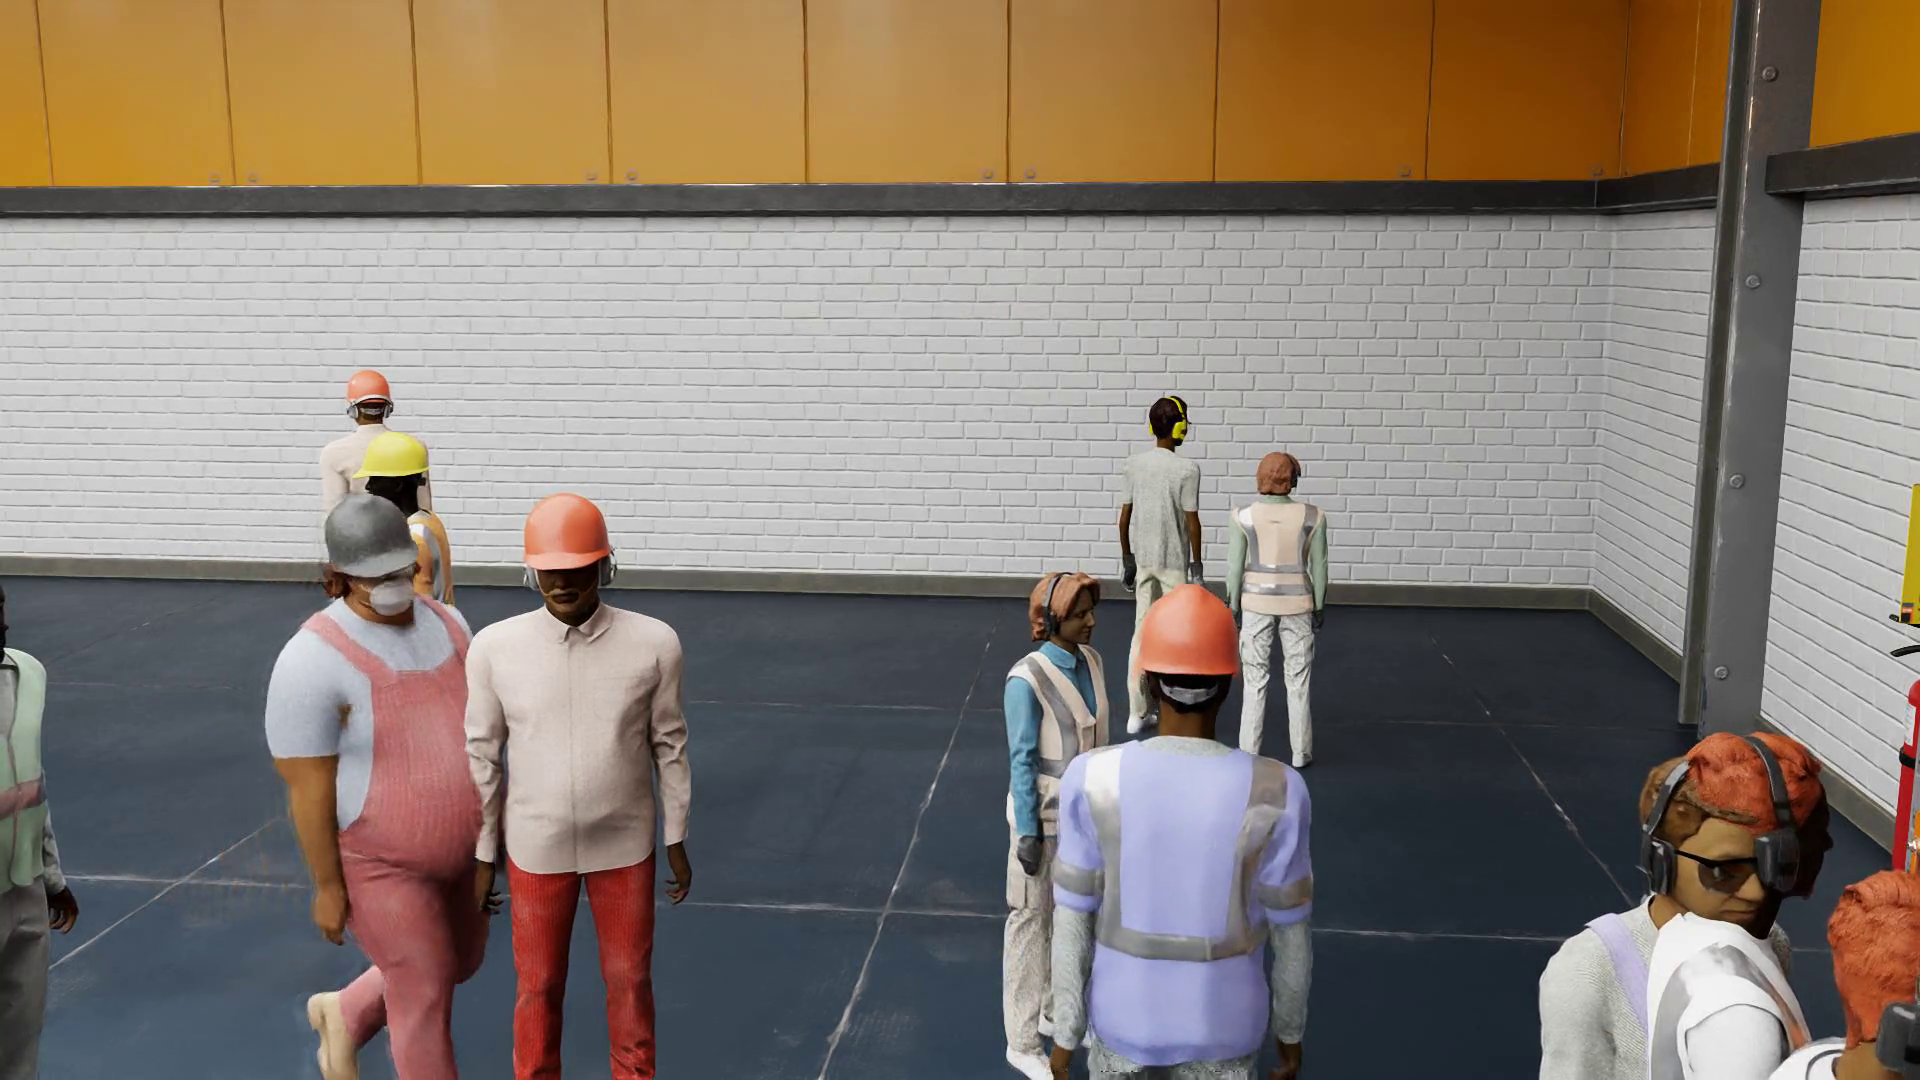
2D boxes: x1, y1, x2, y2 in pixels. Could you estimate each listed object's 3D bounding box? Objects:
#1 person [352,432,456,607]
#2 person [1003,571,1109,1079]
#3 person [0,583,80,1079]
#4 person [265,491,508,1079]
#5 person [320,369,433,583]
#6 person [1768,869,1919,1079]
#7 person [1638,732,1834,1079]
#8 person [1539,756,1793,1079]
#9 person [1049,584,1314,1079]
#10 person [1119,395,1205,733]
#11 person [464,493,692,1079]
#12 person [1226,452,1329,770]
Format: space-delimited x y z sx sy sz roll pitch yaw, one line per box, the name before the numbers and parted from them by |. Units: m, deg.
person | -2.224 0.523 6.744 0.367 1.927 0.590 -3 10 -16
person | 0.314 0.906 5.366 0.312 1.642 0.512 6 12 32
person | -2.566 0.948 4.335 0.375 1.917 0.598 1 10 7
person | -1.631 0.812 4.765 0.864 2.000 0.701 5 11 25
person | -3.216 0.057 9.214 0.612 1.996 0.389 -8 13 -38
person | 1.150 1.339 2.230 0.360 1.875 0.575 5 11 27
person | 1.253 1.238 2.780 0.356 1.882 0.572 2 10 10
person | 1.187 1.246 2.838 0.515 1.843 0.326 -4 11 -24
person | 0.512 1.037 3.816 0.571 1.916 0.719 2 10 11
person | 1.103 0.150 9.047 0.534 1.868 0.310 8 13 39
person | -1.062 0.852 4.663 0.624 1.992 0.390 -2 10 -13
person | 1.611 0.366 8.471 0.512 1.638 0.312 2 10 9
